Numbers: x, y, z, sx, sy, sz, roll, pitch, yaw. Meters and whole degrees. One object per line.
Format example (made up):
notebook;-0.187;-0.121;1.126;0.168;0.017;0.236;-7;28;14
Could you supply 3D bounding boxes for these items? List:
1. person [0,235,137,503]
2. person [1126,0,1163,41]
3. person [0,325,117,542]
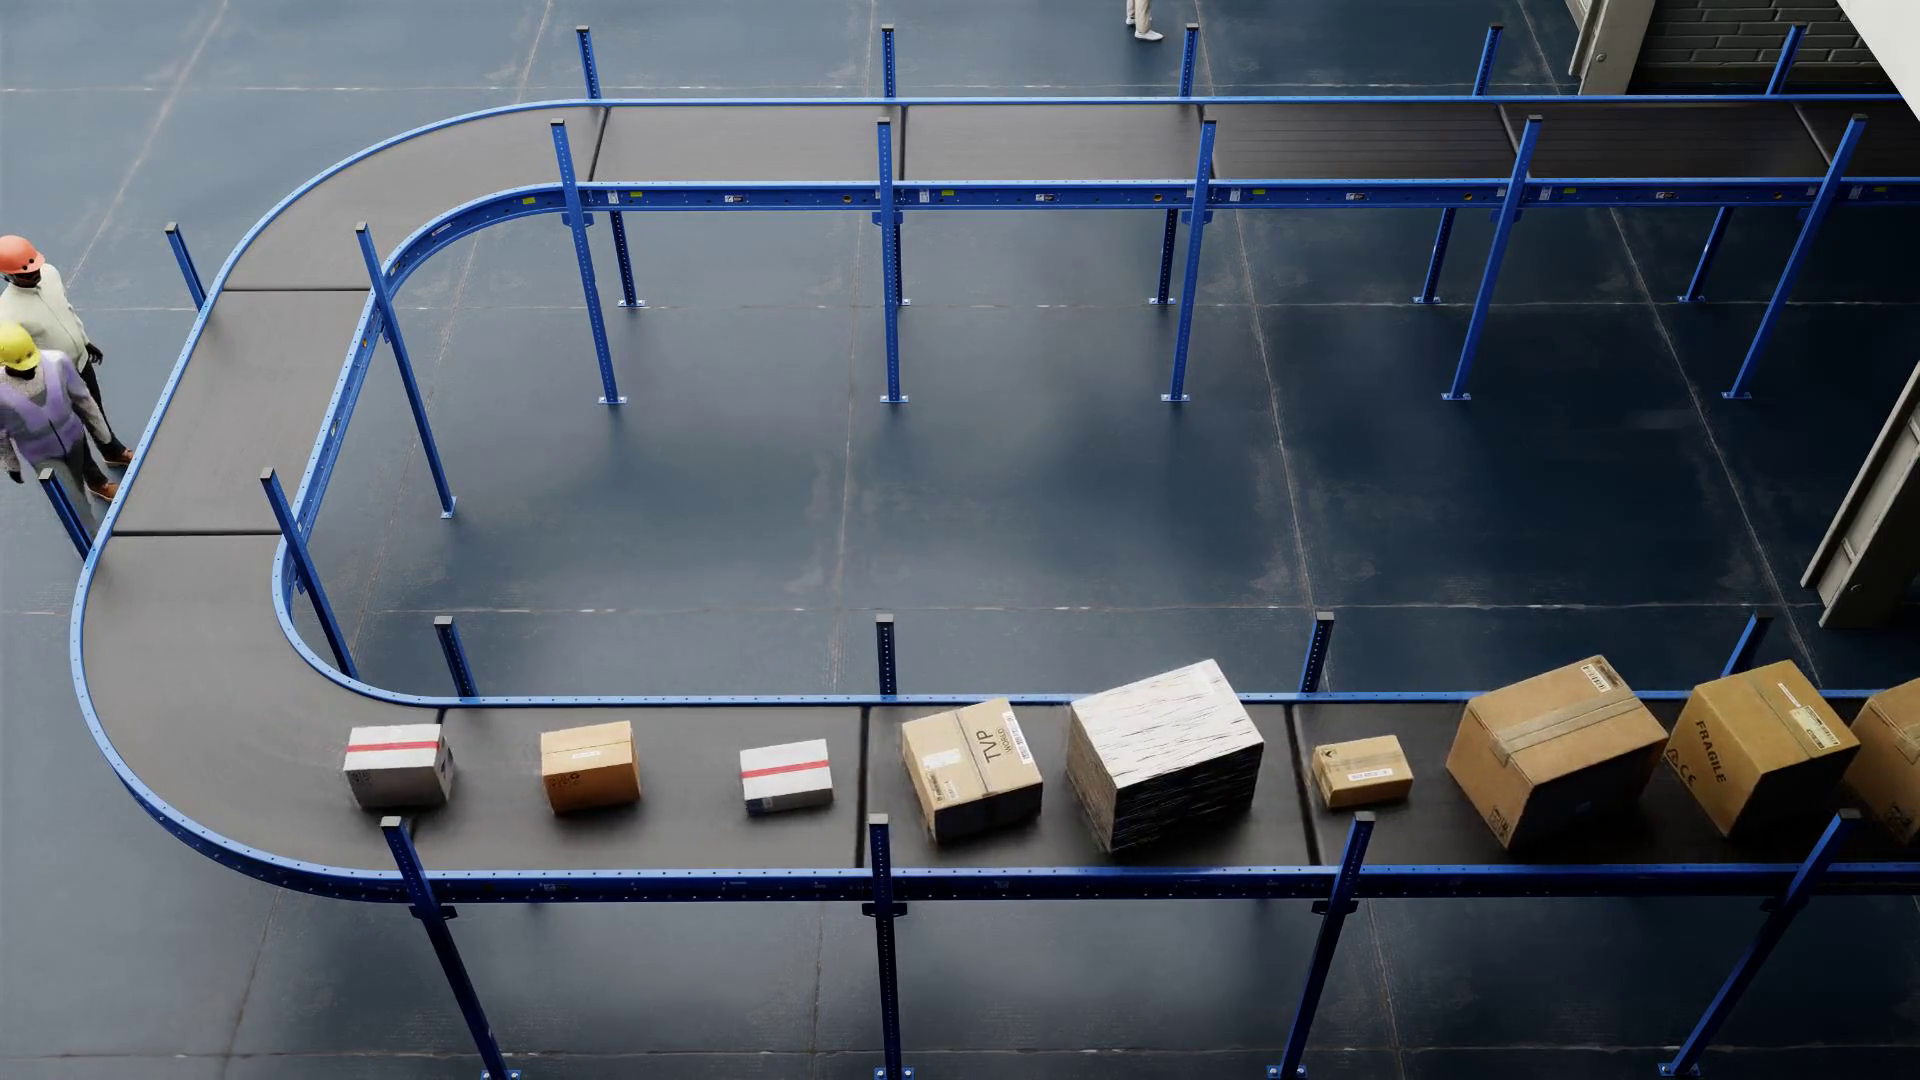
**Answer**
person;-5.705;-1.118;10.958;0.392;1.995;0.612;6;47;5
person;1.653;-5.184;14.992;0.315;1.640;0.515;-8;48;-8
person;-5.513;-0.571;10.535;1.018;1.861;0.605;30;54;25
